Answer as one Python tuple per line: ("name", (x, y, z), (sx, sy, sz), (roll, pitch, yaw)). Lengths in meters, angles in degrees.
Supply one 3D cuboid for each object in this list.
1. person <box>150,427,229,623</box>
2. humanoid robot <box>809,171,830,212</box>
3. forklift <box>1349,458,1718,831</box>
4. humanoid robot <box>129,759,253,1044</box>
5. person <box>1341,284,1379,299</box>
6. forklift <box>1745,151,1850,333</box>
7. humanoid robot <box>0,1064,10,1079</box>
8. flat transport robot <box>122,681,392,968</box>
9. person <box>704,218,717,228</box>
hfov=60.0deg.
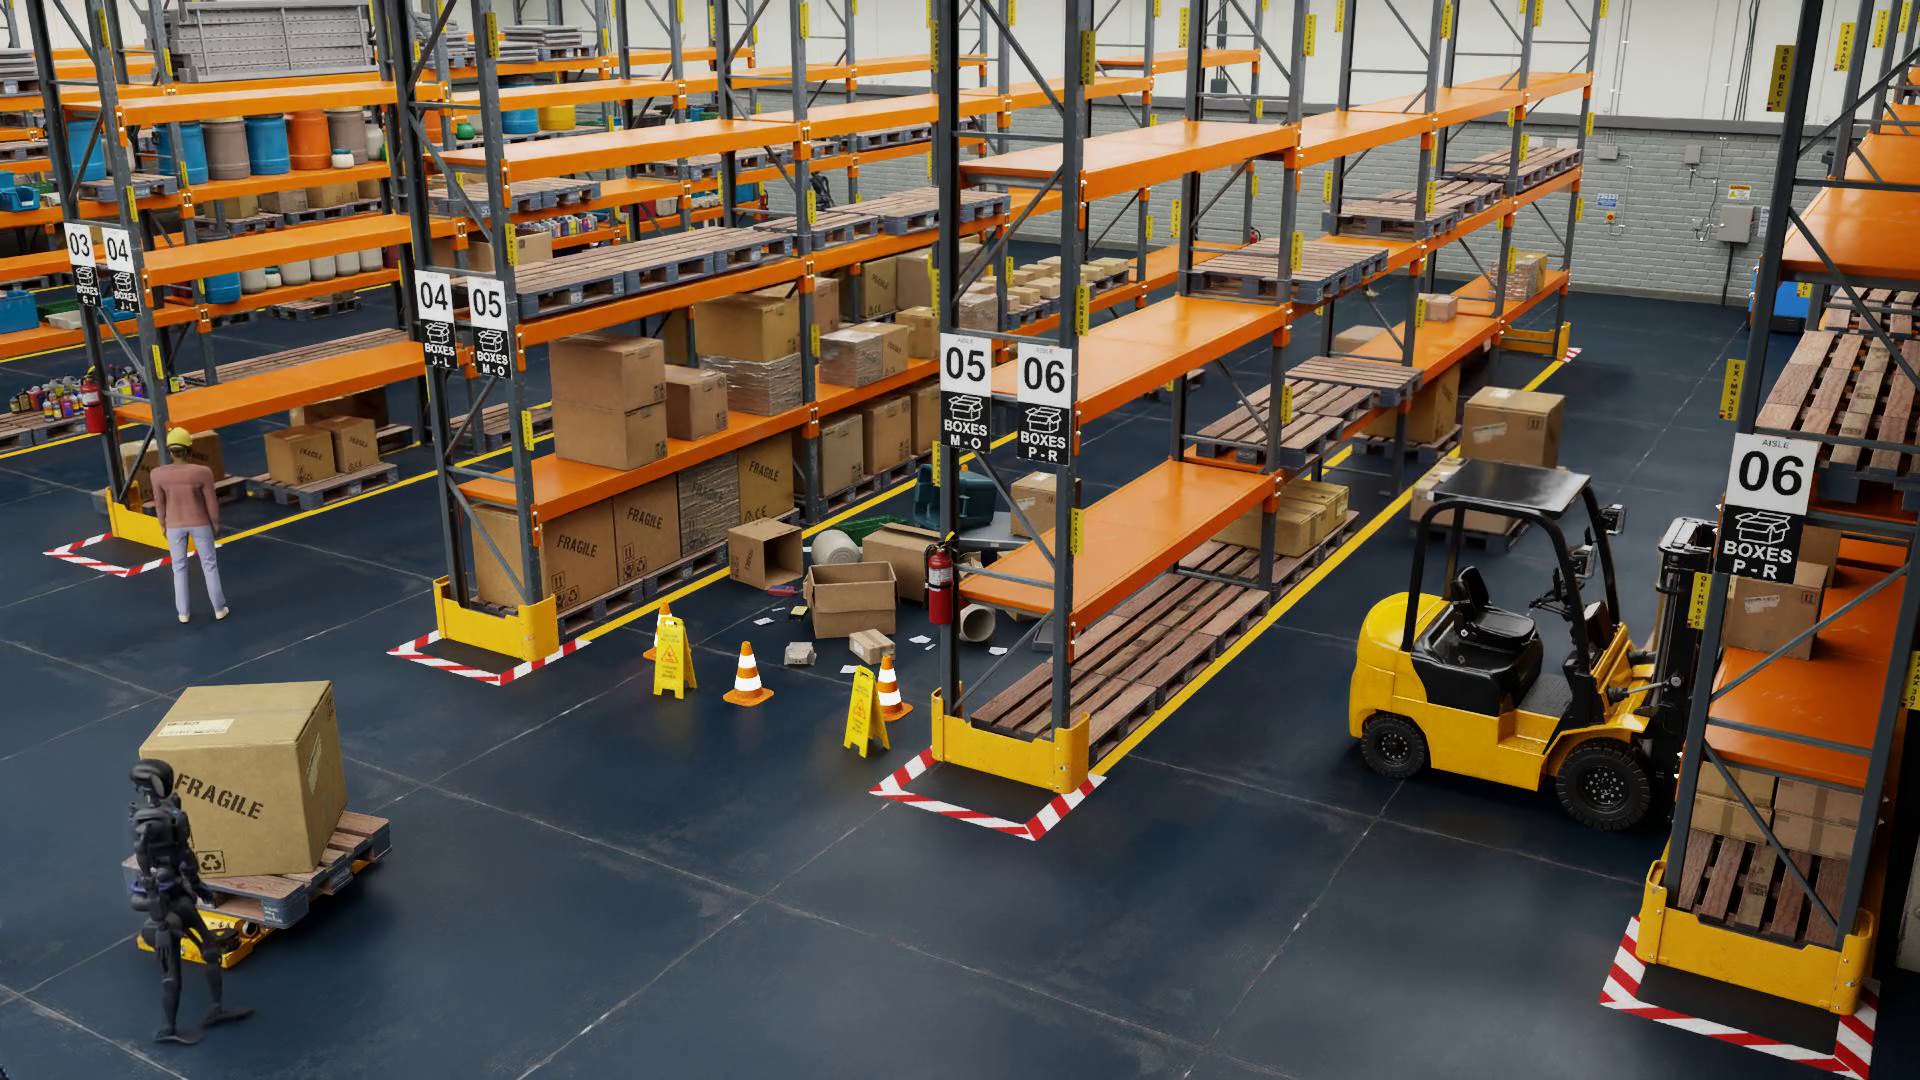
("person", (-6.820, -0.133, 14.732), (0.515, 1.759, 0.344), (-5, 20, -15))
("humanoid robot", (-2.975, -7.034, 34.791), (0.615, 1.651, 0.331), (-15, 24, -36))
("forklift", (3.988, 0.658, 11.776), (2.313, 2.155, 1.214), (11, 22, 29))
("humanoid robot", (-4.162, 1.930, 8.877), (0.454, 1.644, 0.587), (-2, 19, -6))
("person", (6.917, -5.038, 29.060), (0.895, 1.643, 0.548), (16, 25, 39))
("forklift", (13.620, -4.667, 26.137), (1.873, 2.768, 1.129), (11, 22, 29))
("humanoid robot", (-3.924, 2.626, 6.867), (0.610, 1.637, 0.454), (12, 23, 32))
("flat transport robot", (-4.346, 2.161, 10.368), (0.659, 0.231, 1.431), (6, 20, 18))
("person", (-5.238, -7.063, 34.866), (0.491, 1.688, 0.349), (-6, 20, -18))
